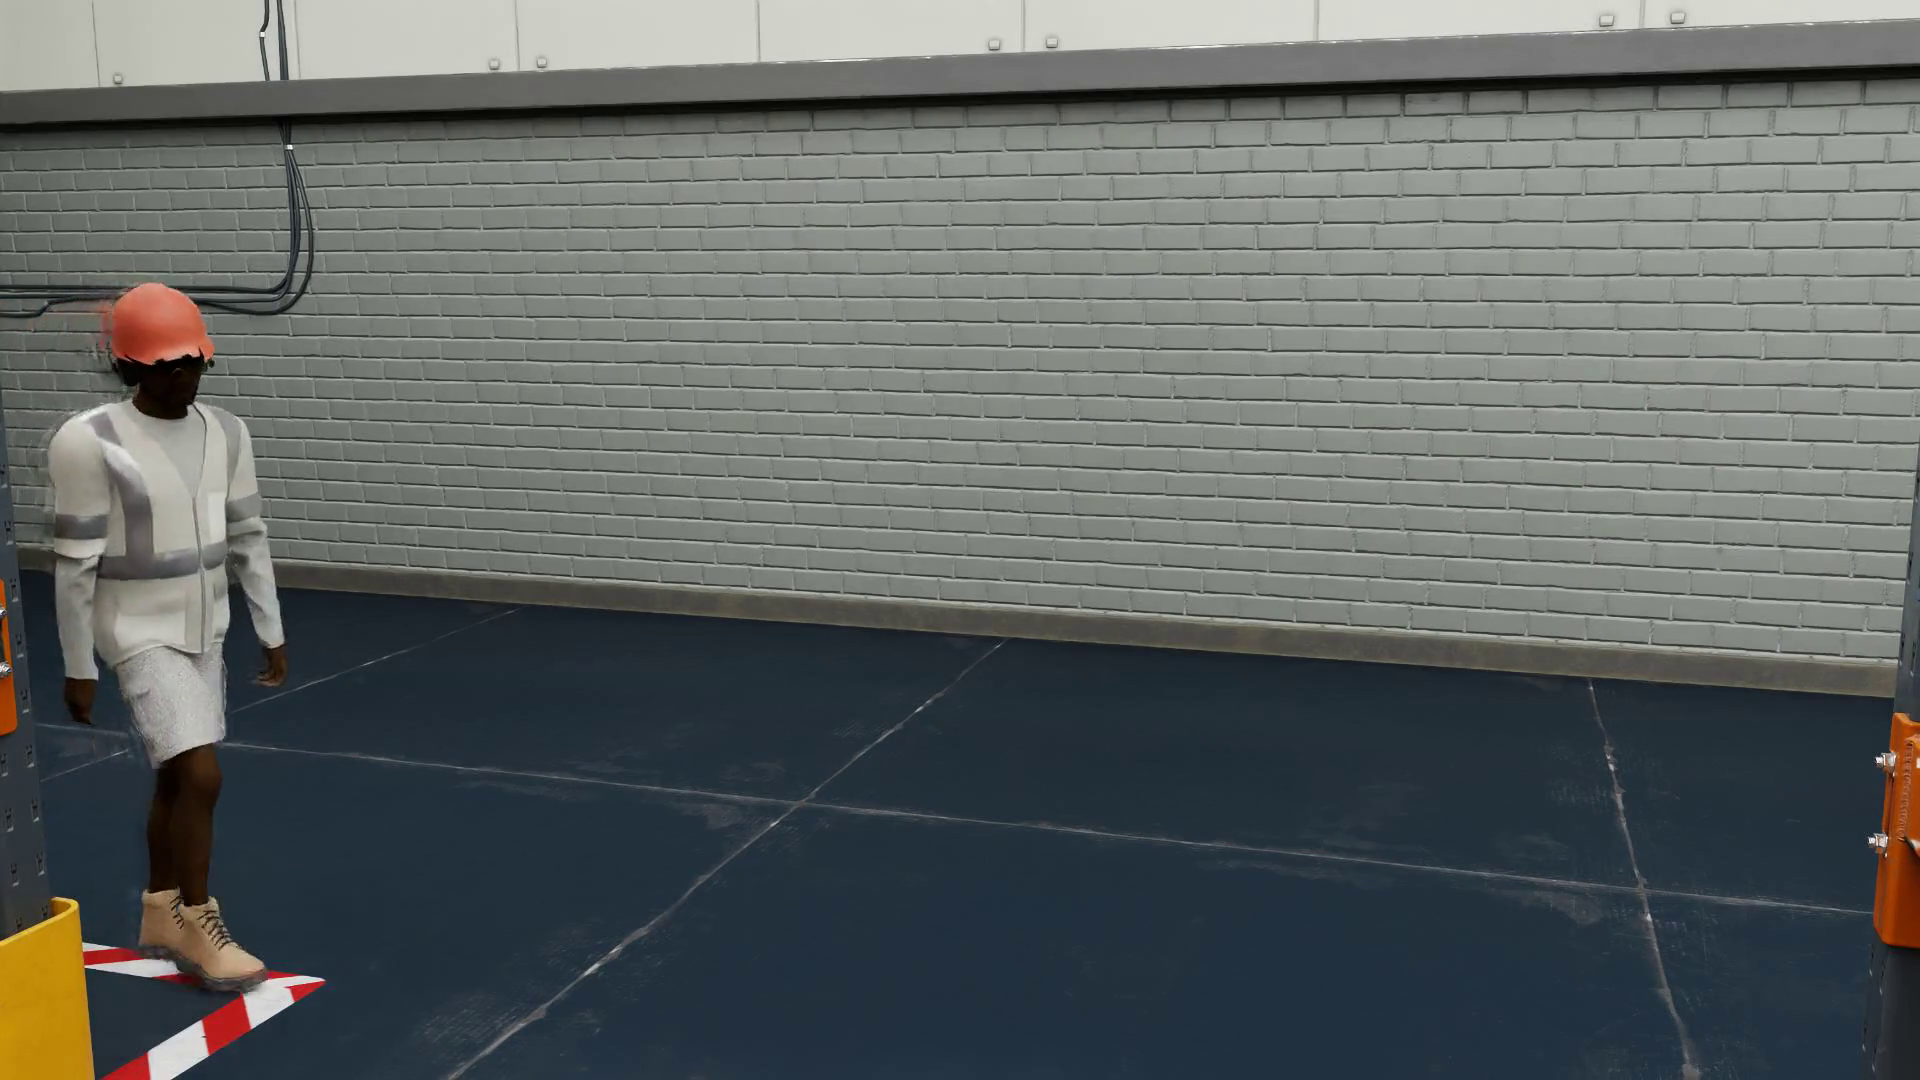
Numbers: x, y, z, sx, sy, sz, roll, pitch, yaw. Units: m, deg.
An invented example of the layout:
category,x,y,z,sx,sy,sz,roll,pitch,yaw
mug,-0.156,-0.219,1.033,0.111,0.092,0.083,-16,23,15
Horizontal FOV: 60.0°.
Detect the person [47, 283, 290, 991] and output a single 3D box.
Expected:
category,x,y,z,sx,sy,sz,roll,pitch,yaw
person,-2.163,0.287,4.729,0.723,2.001,0.635,4,10,21
